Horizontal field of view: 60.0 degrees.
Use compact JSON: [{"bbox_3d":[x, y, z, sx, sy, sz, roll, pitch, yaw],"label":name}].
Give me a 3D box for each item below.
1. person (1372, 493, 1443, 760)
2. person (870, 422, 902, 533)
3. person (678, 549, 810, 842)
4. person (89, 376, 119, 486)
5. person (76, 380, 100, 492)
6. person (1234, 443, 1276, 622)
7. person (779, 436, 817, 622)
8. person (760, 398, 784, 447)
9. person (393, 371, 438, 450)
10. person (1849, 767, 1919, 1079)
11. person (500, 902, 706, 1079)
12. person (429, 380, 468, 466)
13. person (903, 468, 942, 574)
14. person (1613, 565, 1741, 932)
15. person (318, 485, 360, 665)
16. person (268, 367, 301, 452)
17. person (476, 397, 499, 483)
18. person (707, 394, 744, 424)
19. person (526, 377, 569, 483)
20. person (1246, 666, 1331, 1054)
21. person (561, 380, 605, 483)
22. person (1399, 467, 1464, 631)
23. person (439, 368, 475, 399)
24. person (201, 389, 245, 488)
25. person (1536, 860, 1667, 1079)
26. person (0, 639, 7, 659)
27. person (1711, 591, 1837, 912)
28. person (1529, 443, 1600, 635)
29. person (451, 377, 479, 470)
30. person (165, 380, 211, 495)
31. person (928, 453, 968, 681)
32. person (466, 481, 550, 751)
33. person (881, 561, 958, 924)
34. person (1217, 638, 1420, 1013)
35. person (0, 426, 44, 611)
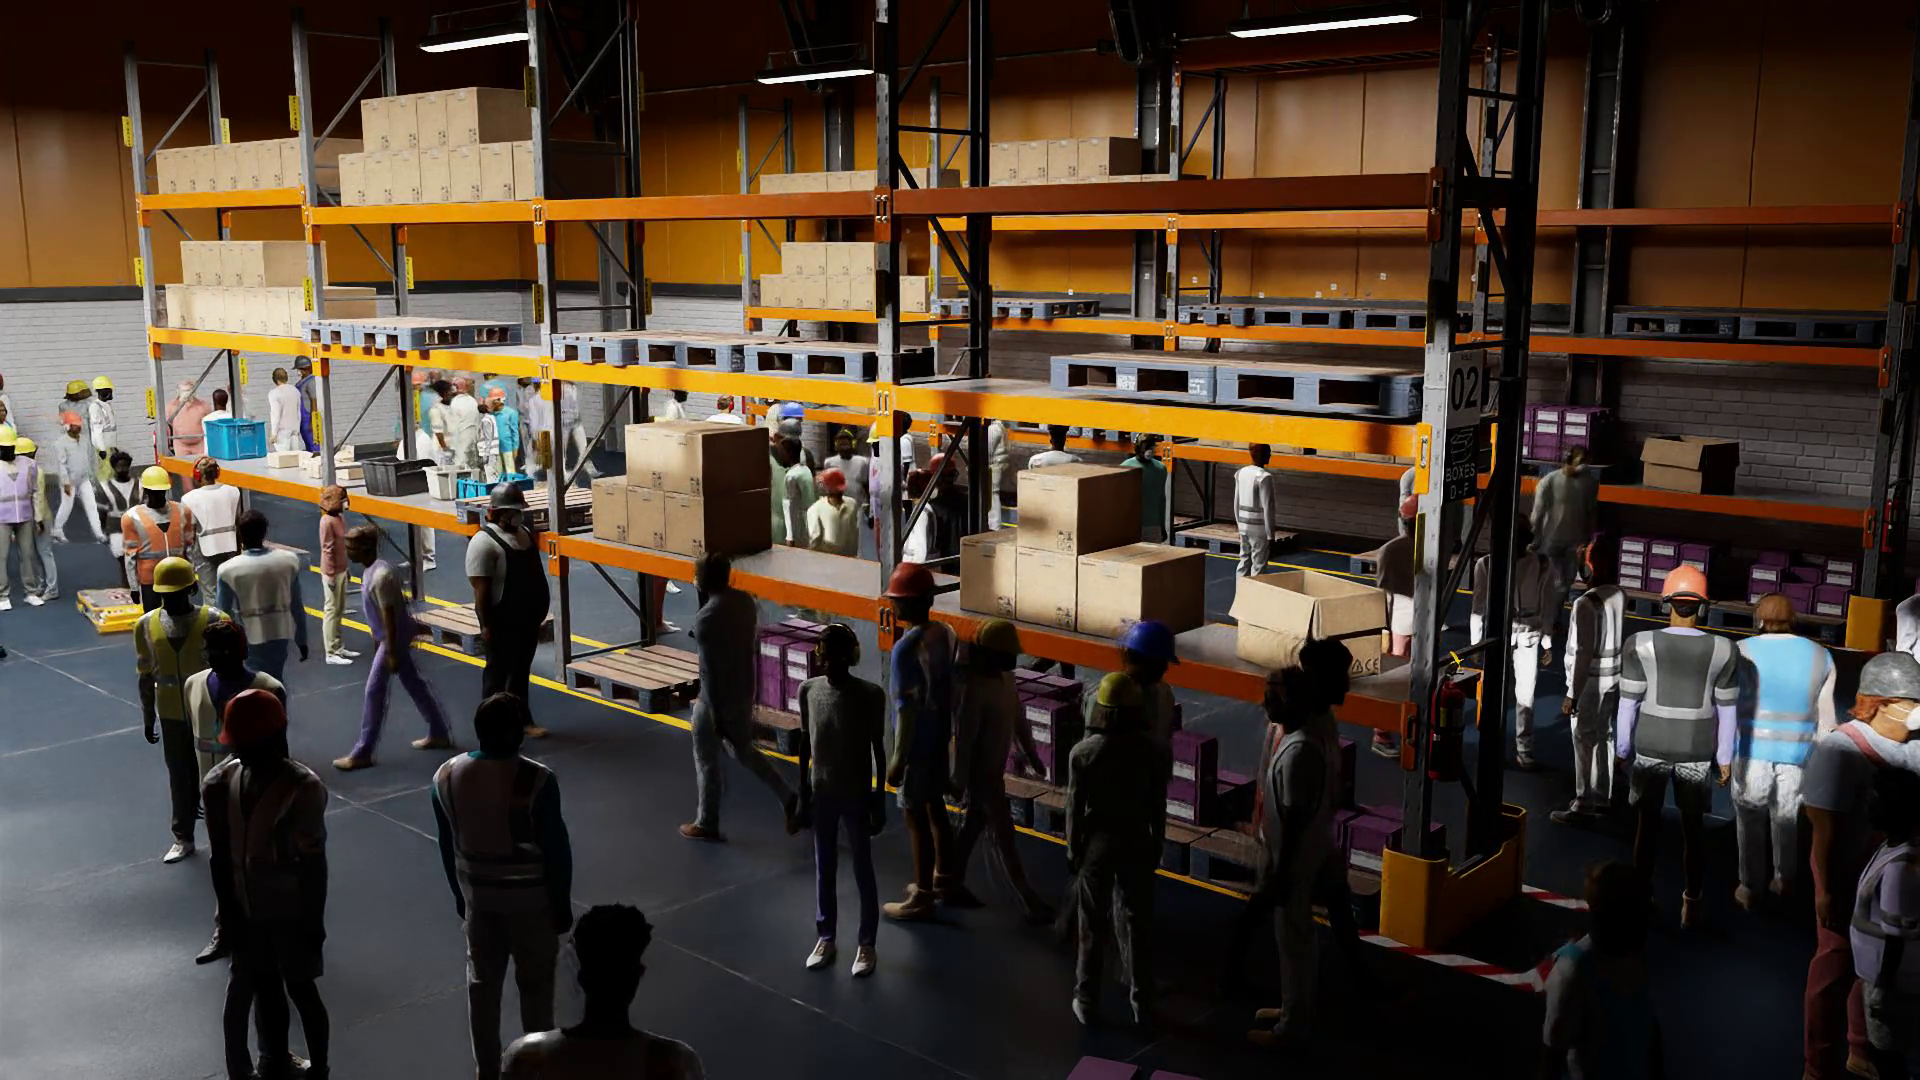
[{"bbox_3d":[3.332,0.629,12.296,0.617,1.986,0.406,-5,11,-28],"label":"person"},{"bbox_3d":[-0.888,-0.908,21.166,0.392,1.923,0.553,8,13,39],"label":"person"},{"bbox_3d":[-1.393,0.997,10.430,0.797,1.912,0.629,5,11,27],"label":"person"},{"bbox_3d":[-12.191,-1.373,23.765,0.363,1.930,0.588,-2,10,-12],"label":"person"},{"bbox_3d":[-13.461,-1.600,25.606,0.325,1.737,0.486,-9,14,-43],"label":"person"},{"bbox_3d":[2.956,-0.078,16.580,0.355,1.883,0.574,-5,11,-25],"label":"person"},{"bbox_3d":[-1.598,-0.088,16.584,0.402,1.909,0.594,1,10,6],"label":"person"},{"bbox_3d":[-2.758,-1.399,24.465,0.351,1.738,0.569,0,10,-1],"label":"person"},{"bbox_3d":[-7.929,-1.466,24.179,0.631,1.960,0.835,4,11,21],"label":"person"},{"bbox_3d":[3.789,1.754,6.771,0.321,1.689,0.540,6,12,30],"label":"person"},{"bbox_3d":[-1.014,1.977,4.831,0.642,1.914,0.916,0,10,2],"label":"person"},{"bbox_3d":[-7.208,-1.335,23.629,0.829,1.904,0.680,6,12,30],"label":"person"},{"bbox_3d":[-0.325,0.314,14.365,0.353,1.883,0.573,2,10,12],"label":"person"},{"bbox_3d":[3.952,1.145,9.214,0.616,2.039,0.388,3,10,17],"label":"person"},{"bbox_3d":[-5.658,0.306,15.113,0.281,1.633,0.501,-1,10,-5],"label":"person"},{"bbox_3d":[-10.303,-1.668,25.415,0.349,1.935,0.635,3,10,16],"label":"person"},{"bbox_3d":[-6.722,-1.218,23.712,0.310,1.638,0.522,-2,10,-10],"label":"person"},{"bbox_3d":[-3.102,-1.013,22.007,0.560,1.836,0.394,5,11,24],"label":"person"},{"bbox_3d":[-6.255,-1.588,25.096,0.976,1.900,0.619,5,11,26],"label":"person"},{"bbox_3d":[1.566,1.492,7.830,0.340,1.839,0.504,3,11,19],"label":"person"},{"bbox_3d":[-6.134,-1.832,26.430,1.003,1.895,0.646,7,12,33],"label":"person"},{"bbox_3d":[4.633,-0.043,16.336,0.642,1.902,0.399,0,10,2],"label":"person"},{"bbox_3d":[-8.773,-2.386,29.183,0.680,2.000,0.537,4,11,19],"label":"person"},{"bbox_3d":[-9.613,-1.021,21.812,0.371,1.916,0.597,7,12,36],"label":"person"},{"bbox_3d":[2.077,1.902,5.625,0.941,1.809,0.524,10,14,43],"label":"person"},{"bbox_3d":[-9.047,0.169,15.171,0.554,1.880,0.972,-10,14,-43],"label":"person"},{"bbox_3d":[4.617,1.199,9.519,0.654,1.821,0.509,1,10,8],"label":"person"},{"bbox_3d":[5.843,-0.005,16.138,0.667,1.907,0.488,-2,10,-9],"label":"person"},{"bbox_3d":[-7.170,-1.385,23.902,0.403,1.906,0.651,3,10,16],"label":"person"},{"bbox_3d":[-10.952,-1.334,23.645,0.669,1.891,0.469,-5,11,-26],"label":"person"},{"bbox_3d":[-0.122,0.233,14.512,0.393,1.990,0.616,8,13,38],"label":"person"},{"bbox_3d":[-3.353,0.558,12.538,0.536,2.000,0.688,3,11,19],"label":"person"},{"bbox_3d":[-0.250,1.125,9.329,0.396,2.038,0.614,5,11,24],"label":"person"},{"bbox_3d":[1.743,1.407,8.110,1.011,1.903,0.635,6,11,29],"label":"person"},{"bbox_3d":[-9.867,-0.233,17.334,0.386,1.922,0.594,8,13,39],"label":"person"}]
